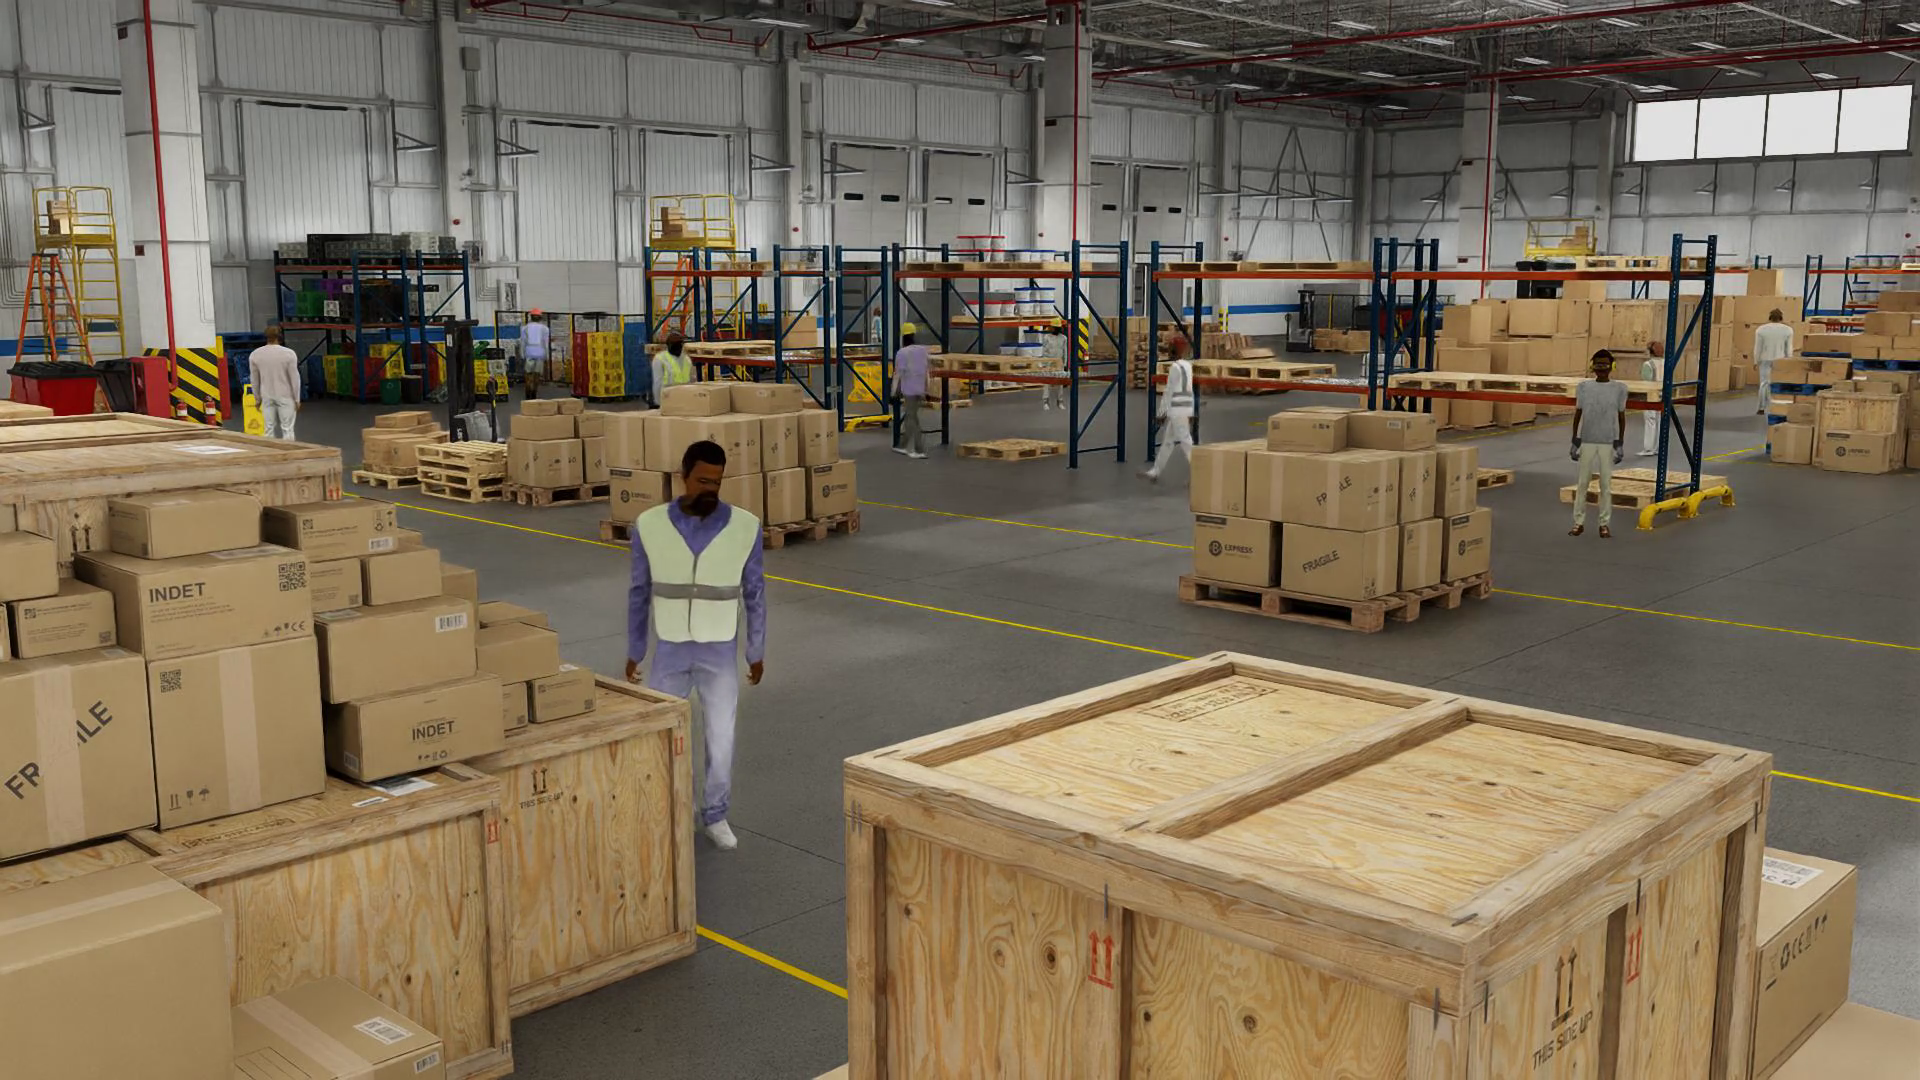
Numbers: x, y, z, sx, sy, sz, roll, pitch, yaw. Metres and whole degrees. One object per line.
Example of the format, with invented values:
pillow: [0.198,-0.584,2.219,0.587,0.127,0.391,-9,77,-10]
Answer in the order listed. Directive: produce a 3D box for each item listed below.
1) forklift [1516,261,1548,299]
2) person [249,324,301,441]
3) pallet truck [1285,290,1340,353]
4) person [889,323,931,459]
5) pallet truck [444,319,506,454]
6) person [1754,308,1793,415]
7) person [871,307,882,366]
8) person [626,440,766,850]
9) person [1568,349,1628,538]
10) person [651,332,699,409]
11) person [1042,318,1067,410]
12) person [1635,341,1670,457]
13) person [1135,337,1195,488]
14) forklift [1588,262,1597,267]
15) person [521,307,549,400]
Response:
forklift: [12.922,-4.937,37.814,1.873,2.768,1.129,9,13,43]
person: [-8.884,-1.829,21.639,0.627,1.940,0.371,0,9,1]
pallet truck: [11.297,-6.951,52.861,1.885,1.965,0.823,-5,11,-29]
person: [-0.781,-2.104,23.437,0.856,1.893,0.619,8,12,40]
pallet truck: [-6.981,-1.942,22.150,1.885,1.965,0.823,1,9,9]
person: [14.776,-3.234,30.254,0.630,1.938,0.366,4,10,23]
person: [-2.210,-5.407,44.524,0.323,1.631,0.522,-2,9,-10]
person: [-1.202,0.479,7.607,0.632,1.900,0.456,-1,9,-8]
person: [6.312,-0.952,16.469,0.513,1.872,0.328,4,10,23]
person: [-3.702,-1.799,21.775,0.474,1.825,0.648,7,12,36]
person: [1.794,-3.317,31.398,0.484,1.735,0.344,-2,9,-12]
person: [9.839,-2.000,23.593,0.514,1.642,0.311,-5,11,-30]
person: [2.613,-1.544,20.231,0.975,1.834,0.589,4,10,23]
forklift: [17.332,-6.212,45.631,1.873,2.768,1.129,3,10,17]
person: [-8.440,-3.680,33.090,0.546,1.901,0.455,-1,9,-6]
